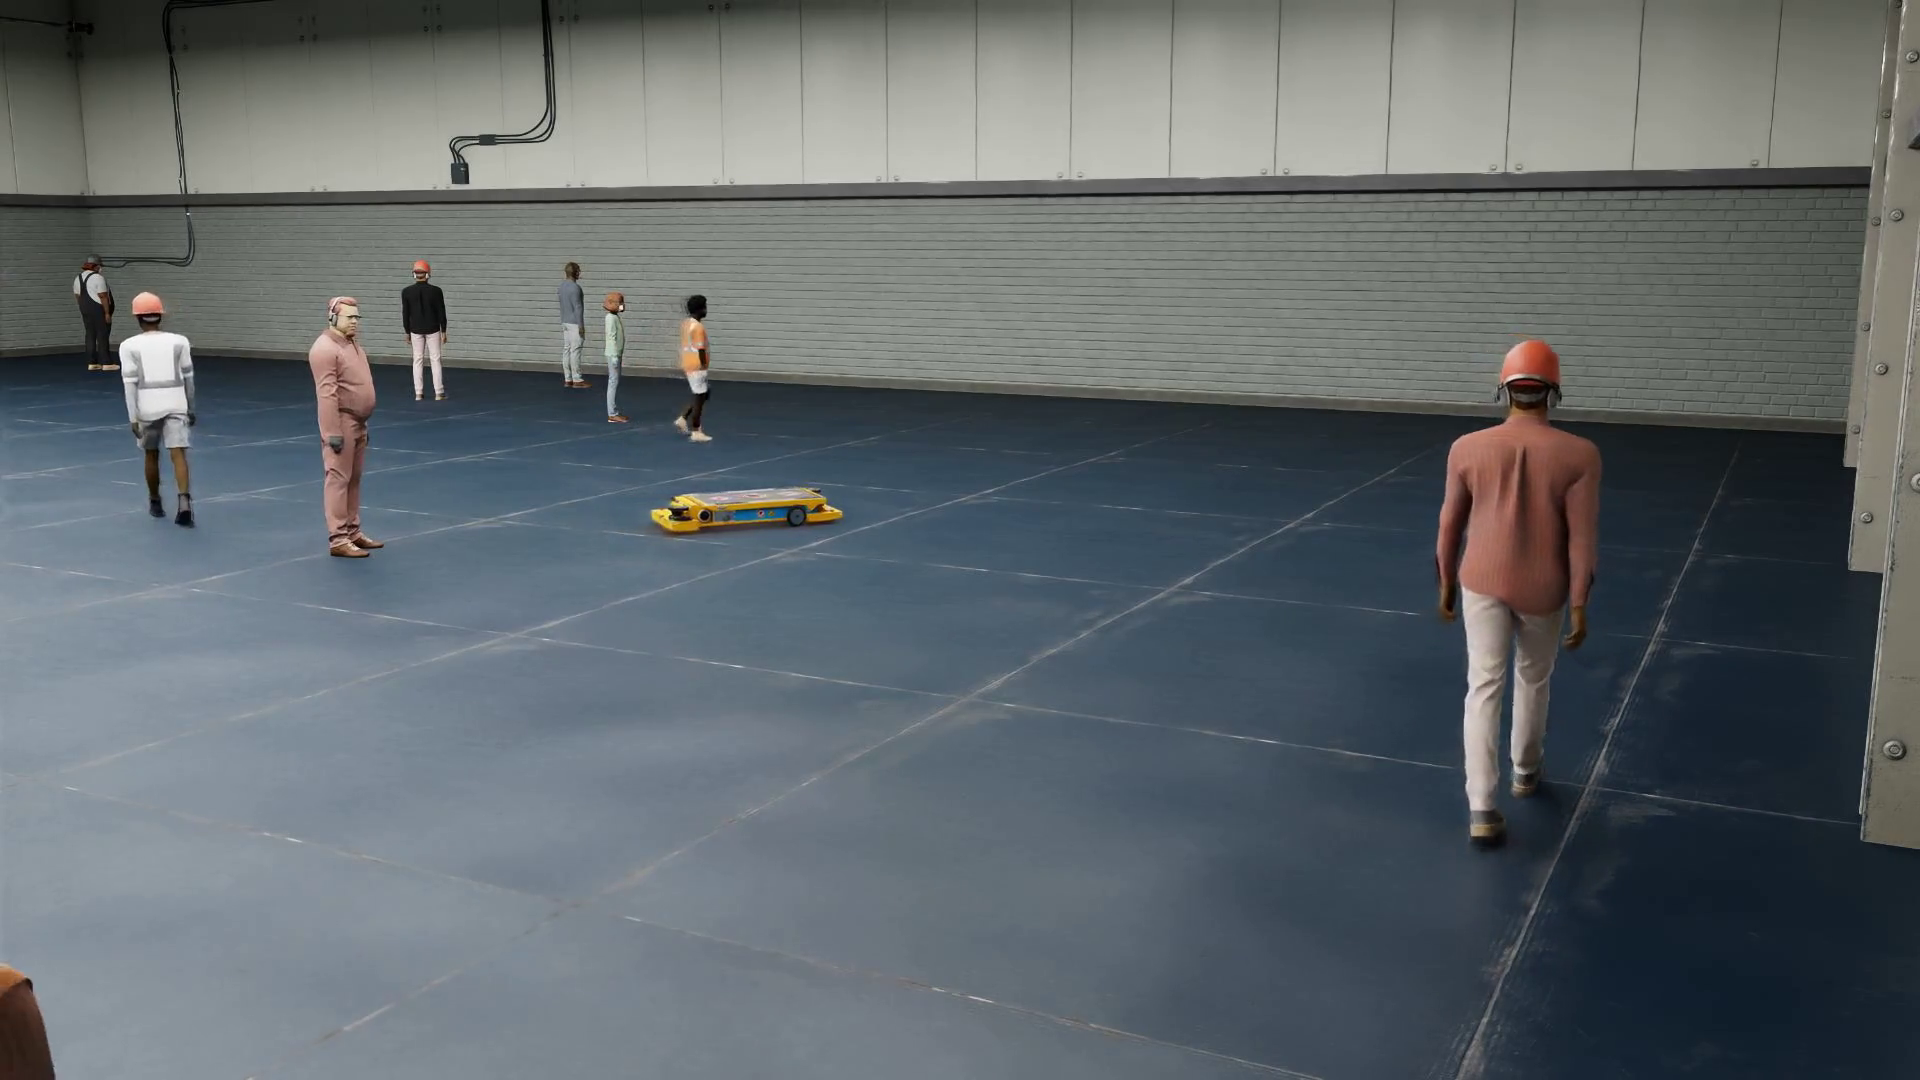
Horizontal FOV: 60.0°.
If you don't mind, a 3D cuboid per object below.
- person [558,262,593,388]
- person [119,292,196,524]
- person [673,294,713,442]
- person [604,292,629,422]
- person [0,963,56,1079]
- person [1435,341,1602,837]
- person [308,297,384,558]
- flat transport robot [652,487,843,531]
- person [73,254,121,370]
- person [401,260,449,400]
[{"bbox_3d":[-5.978,-3.323,25.743,0.373,1.940,0.629,-8,13,-37],"label":"person"},{"bbox_3d":[-6.550,-1.079,13.648,0.546,1.900,0.970,-6,12,-31],"label":"person"},{"bbox_3d":[-3.006,-1.952,18.978,0.385,1.686,0.538,-3,11,-17],"label":"person"},{"bbox_3d":[-4.353,-2.310,21.050,0.269,1.632,0.509,-1,10,-7],"label":"person"},{"bbox_3d":[-1.516,1.125,2.340,0.531,1.619,0.503,2,11,10],"label":"person"},{"bbox_3d":[2.218,0.177,6.677,0.628,1.939,1.047,5,11,25],"label":"person"},{"bbox_3d":[-4.506,-0.833,12.266,0.401,1.904,0.640,0,10,0],"label":"person"},{"bbox_3d":[-1.741,-0.264,13.610,1.431,0.197,0.652,-5,11,-24],"label":"flat transport robot"},{"bbox_3d":[-15.080,-3.992,29.110,0.672,2.000,0.536,4,11,23],"label":"person"},{"bbox_3d":[-7.636,-2.989,23.770,0.611,1.995,0.377,-1,10,-3],"label":"person"}]
